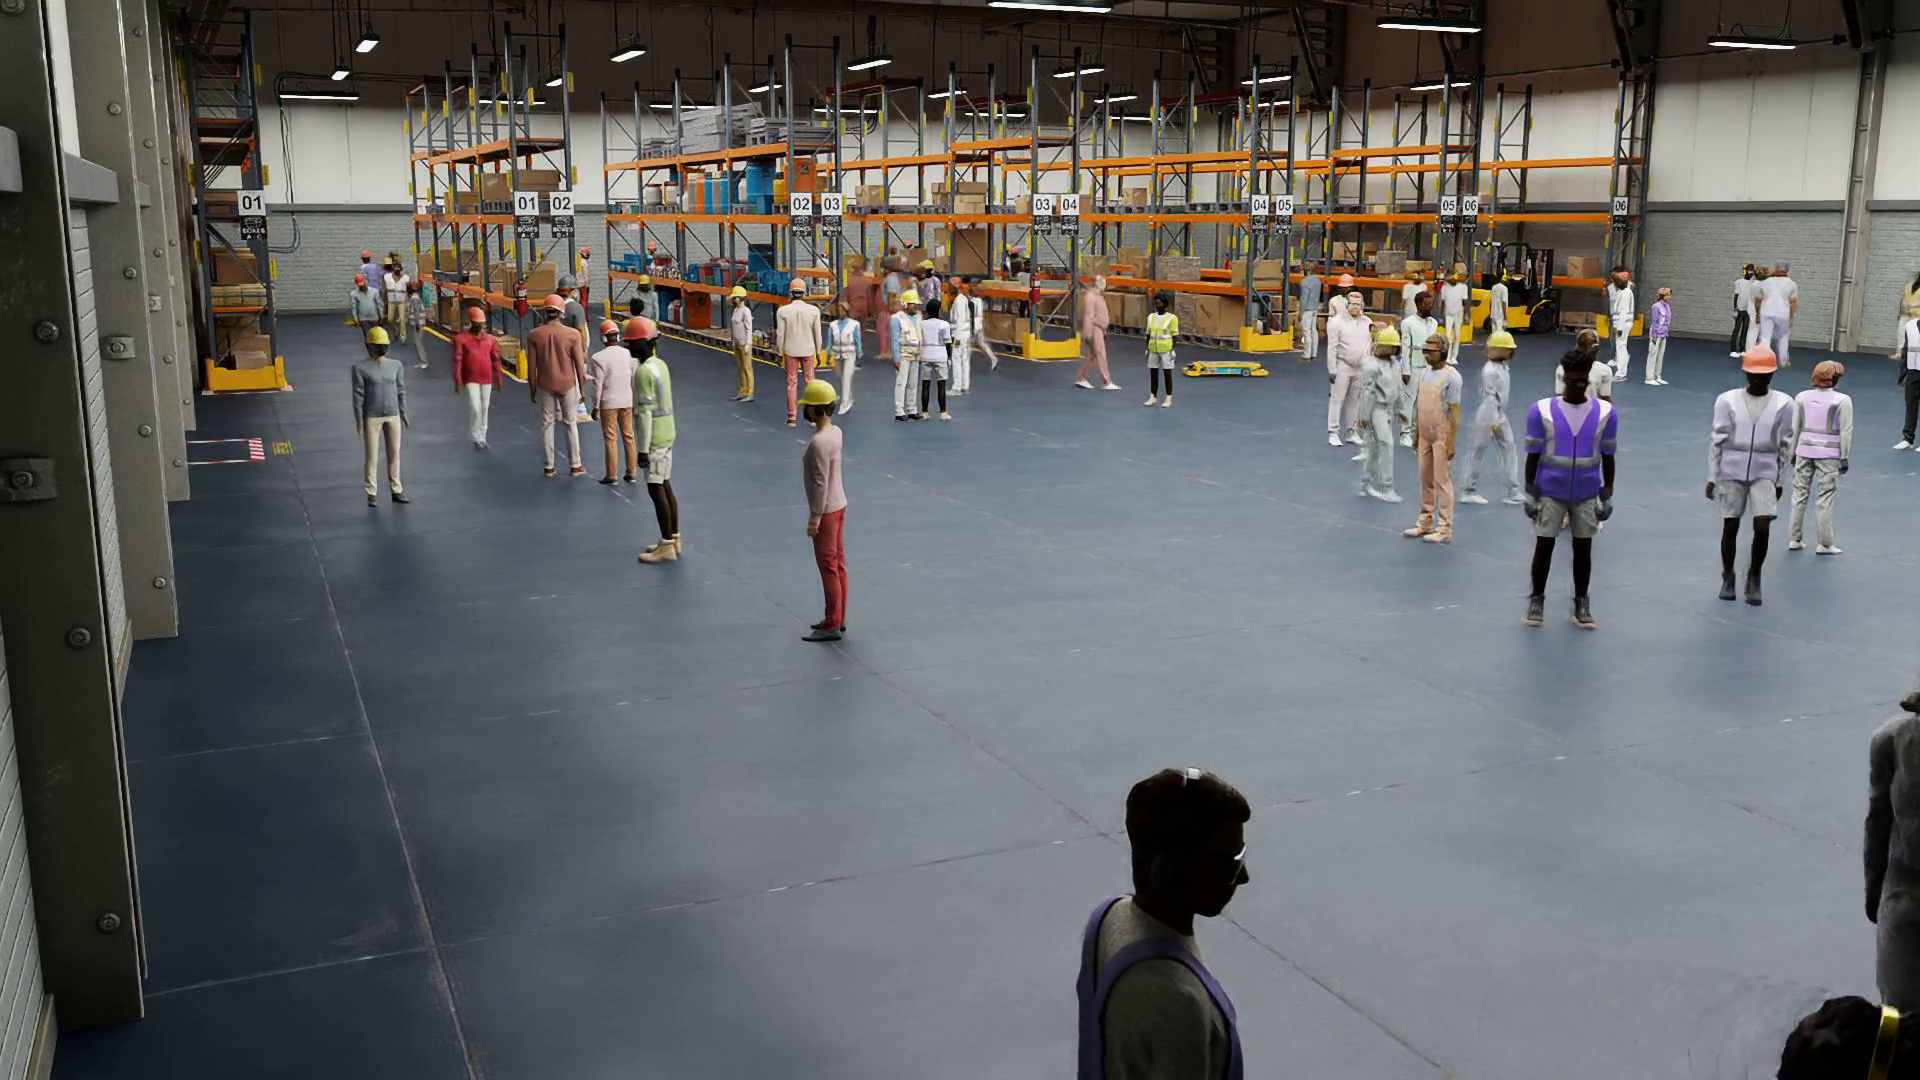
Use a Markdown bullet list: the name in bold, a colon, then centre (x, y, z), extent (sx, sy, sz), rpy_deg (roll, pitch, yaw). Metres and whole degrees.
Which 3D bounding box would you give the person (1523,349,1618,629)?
- **person**: centre (4.214, -0.348, 11.526), extent (0.607, 1.953, 0.386), rpy_deg (2, 11, 11)

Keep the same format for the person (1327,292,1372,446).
- **person**: centre (4.856, -2.117, 20.646), extent (0.642, 1.905, 0.401), rpy_deg (-4, 12, -21)

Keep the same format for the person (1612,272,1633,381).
- **person**: centre (11.369, -3.665, 28.580), extent (0.368, 1.879, 0.580), rpy_deg (5, 12, 22)

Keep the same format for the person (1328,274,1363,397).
- **person**: centre (6.045, -3.210, 26.149), extent (0.539, 1.929, 0.385), rpy_deg (4, 12, 21)

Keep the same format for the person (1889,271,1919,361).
- **person**: centre (18.430, -4.324, 32.127), extent (0.432, 1.799, 0.694), rpy_deg (-6, 12, -27)

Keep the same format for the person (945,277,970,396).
- **person**: centre (-0.051, -3.227, 26.372), extent (0.429, 1.875, 0.597), rpy_deg (0, 11, 1)

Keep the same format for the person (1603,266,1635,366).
- **person**: centre (12.427, -4.224, 31.392), extent (0.477, 1.880, 0.631), rpy_deg (-6, 13, -28)

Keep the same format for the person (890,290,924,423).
- **person**: centre (-0.713, -2.534, 22.966), extent (0.403, 1.825, 0.593), rpy_deg (8, 14, 37)

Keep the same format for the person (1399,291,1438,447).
- **person**: centre (5.670, -2.117, 20.596), extent (0.592, 1.922, 0.392), rpy_deg (-8, 14, -37)

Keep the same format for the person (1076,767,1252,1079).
- **person**: centre (0.389, 1.336, 3.255), extent (0.345, 1.841, 0.506), rpy_deg (-2, 11, -12)

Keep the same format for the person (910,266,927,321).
- **person**: centre (-0.797, -4.537, 33.175), extent (0.667, 1.808, 0.621), rpy_deg (3, 11, 14)

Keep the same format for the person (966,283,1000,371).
- **person**: centre (0.332, -3.874, 30.326), extent (0.767, 1.614, 0.526), rpy_deg (4, 12, 21)

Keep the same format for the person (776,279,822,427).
- **person**: centre (-2.182, -2.534, 22.525), extent (0.623, 1.992, 0.396), rpy_deg (-3, 11, -14)

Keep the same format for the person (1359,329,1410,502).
- **person**: centre (4.321, -1.244, 16.683), extent (0.744, 1.717, 0.494), rpy_deg (11, 15, 43)

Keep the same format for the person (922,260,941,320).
- **person**: centre (-0.630, -4.692, 33.665), extent (0.384, 1.928, 0.588), rpy_deg (-10, 15, -41)

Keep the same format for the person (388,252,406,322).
- **person**: centre (-14.903, -6.698, 44.024), extent (0.420, 1.857, 0.576), rpy_deg (-7, 13, -30)

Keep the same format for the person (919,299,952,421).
- **person**: centre (-0.362, -2.493, 23.075), extent (0.531, 1.698, 0.320), rpy_deg (3, 12, 16)

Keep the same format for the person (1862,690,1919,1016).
- **person**: centre (2.977, 1.070, 4.997), extent (0.508, 1.695, 0.927), rpy_deg (8, 13, 34)

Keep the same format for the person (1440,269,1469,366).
- **person**: centre (9.331, -4.191, 31.416), extent (0.543, 1.804, 0.942), rpy_deg (3, 12, 16)

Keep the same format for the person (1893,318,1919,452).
- **person**: centre (11.681, -2.022, 20.145), extent (0.397, 1.911, 0.588), rpy_deg (-6, 12, -27)

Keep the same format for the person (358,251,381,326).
- **person**: centre (-15.084, -6.391, 42.329), extent (0.745, 1.909, 0.560), rpy_deg (6, 13, 30)

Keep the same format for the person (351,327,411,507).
- **person**: centre (-5.711, -1.217, 16.423), extent (0.554, 1.764, 0.321), rpy_deg (-10, 15, -41)

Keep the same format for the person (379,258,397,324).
- **person**: centre (-14.813, -6.473, 43.235), extent (0.490, 1.724, 0.711), rpy_deg (-3, 11, -14)

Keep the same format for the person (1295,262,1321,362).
- **person**: centre (6.749, -4.413, 32.218), extent (0.355, 1.938, 0.634), rpy_deg (10, 15, 41)

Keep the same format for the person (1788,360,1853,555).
- **person**: centre (7.280, -0.698, 14.099), extent (0.314, 1.642, 0.514), rpy_deg (-7, 13, -31)

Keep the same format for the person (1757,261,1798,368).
- **person**: centre (15.133, -4.182, 30.785), extent (0.701, 2.000, 0.993), rpy_deg (9, 14, 37)

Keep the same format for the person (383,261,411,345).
- **person**: centre (-12.334, -5.195, 36.455), extent (0.628, 1.831, 0.534), rpy_deg (-2, 11, -11)

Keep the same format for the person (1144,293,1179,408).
- **person**: centre (2.982, -2.811, 24.692), extent (0.540, 1.695, 0.317), rpy_deg (8, 14, 37)

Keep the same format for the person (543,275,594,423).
- **person**: centre (-5.373, -2.650, 23.000), extent (0.689, 2.000, 0.537), rpy_deg (7, 13, 31)

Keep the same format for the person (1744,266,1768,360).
- **person**: centre (15.430, -4.365, 32.206), extent (0.333, 1.845, 0.514), rpy_deg (4, 12, 20)

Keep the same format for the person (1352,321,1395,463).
- **person**: centre (4.806, -1.704, 19.215), extent (0.308, 1.640, 0.510), rpy_deg (-7, 13, -30)

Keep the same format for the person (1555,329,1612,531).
- **person**: centre (5.623, -0.983, 15.041), extent (0.504, 1.839, 0.344), rpy_deg (8, 14, 35)

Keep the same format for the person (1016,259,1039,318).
- **person**: centre (1.508, -5.344, 37.146), extent (0.521, 1.865, 0.328), rpy_deg (-4, 12, -20)
